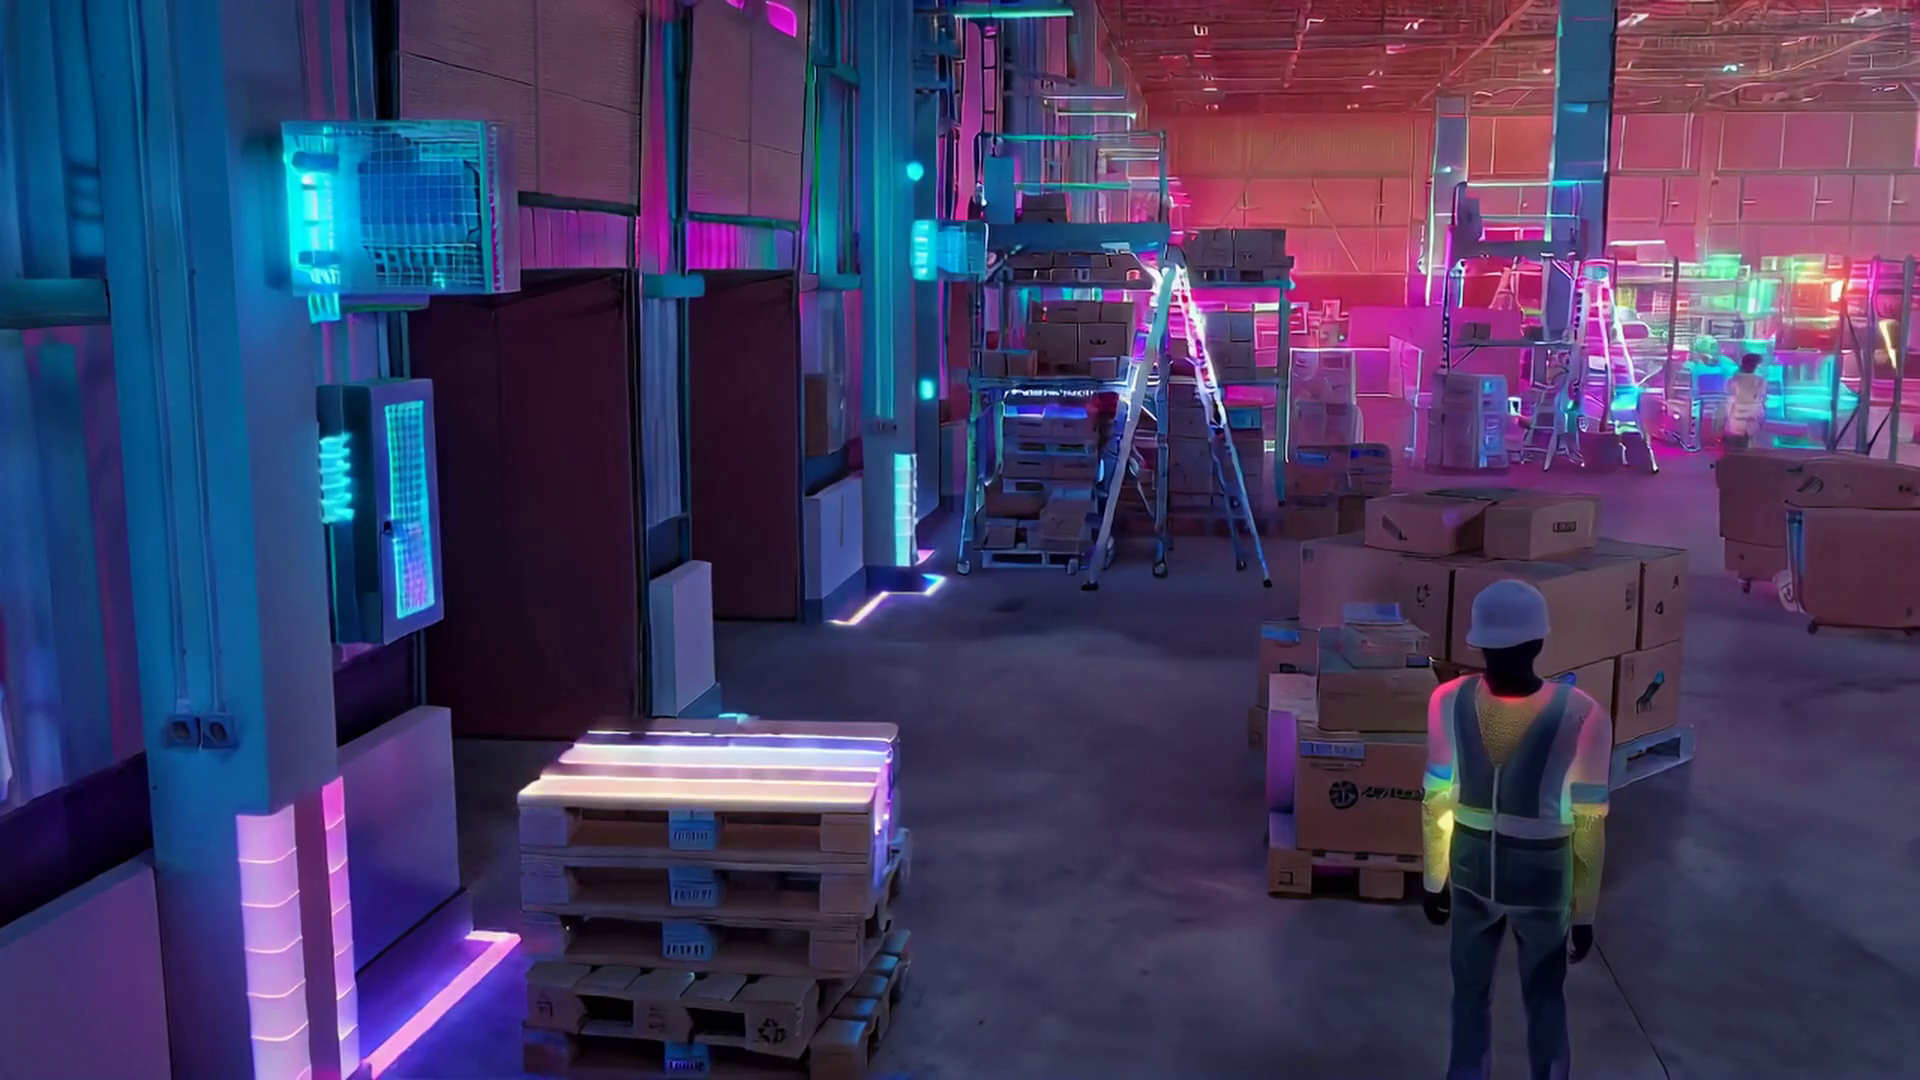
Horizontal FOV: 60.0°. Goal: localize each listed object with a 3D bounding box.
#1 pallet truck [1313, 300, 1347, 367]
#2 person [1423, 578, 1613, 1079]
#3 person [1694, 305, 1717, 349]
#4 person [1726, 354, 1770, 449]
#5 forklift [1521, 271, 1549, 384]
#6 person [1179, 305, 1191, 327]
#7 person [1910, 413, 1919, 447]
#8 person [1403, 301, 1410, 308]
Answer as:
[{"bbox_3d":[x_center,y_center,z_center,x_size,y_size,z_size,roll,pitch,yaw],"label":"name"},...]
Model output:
[{"bbox_3d":[11.159,-6.200,49.718,0.823,1.965,1.885,4,10,26],"label":"pallet truck"},{"bbox_3d":[1.699,1.062,5.180,0.584,1.920,0.395,8,12,40],"label":"person"},{"bbox_3d":[19.382,-5.126,43.277,0.551,1.936,0.356,-1,9,-4],"label":"person"},{"bbox_3d":[10.891,-1.717,23.011,0.531,1.692,0.320,4,10,21],"label":"person"},{"bbox_3d":[14.631,-5.146,40.504,1.129,2.768,1.873,-1,9,-8],"label":"forklift"},{"bbox_3d":[6.115,-5.362,44.770,0.544,1.930,0.388,-7,11,-35],"label":"person"},{"bbox_3d":[15.634,-2.356,26.837,0.344,1.735,0.484,9,13,43],"label":"person"},{"bbox_3d":[14.213,-6.672,52.986,0.621,1.874,1.060,4,10,21],"label":"person"}]
